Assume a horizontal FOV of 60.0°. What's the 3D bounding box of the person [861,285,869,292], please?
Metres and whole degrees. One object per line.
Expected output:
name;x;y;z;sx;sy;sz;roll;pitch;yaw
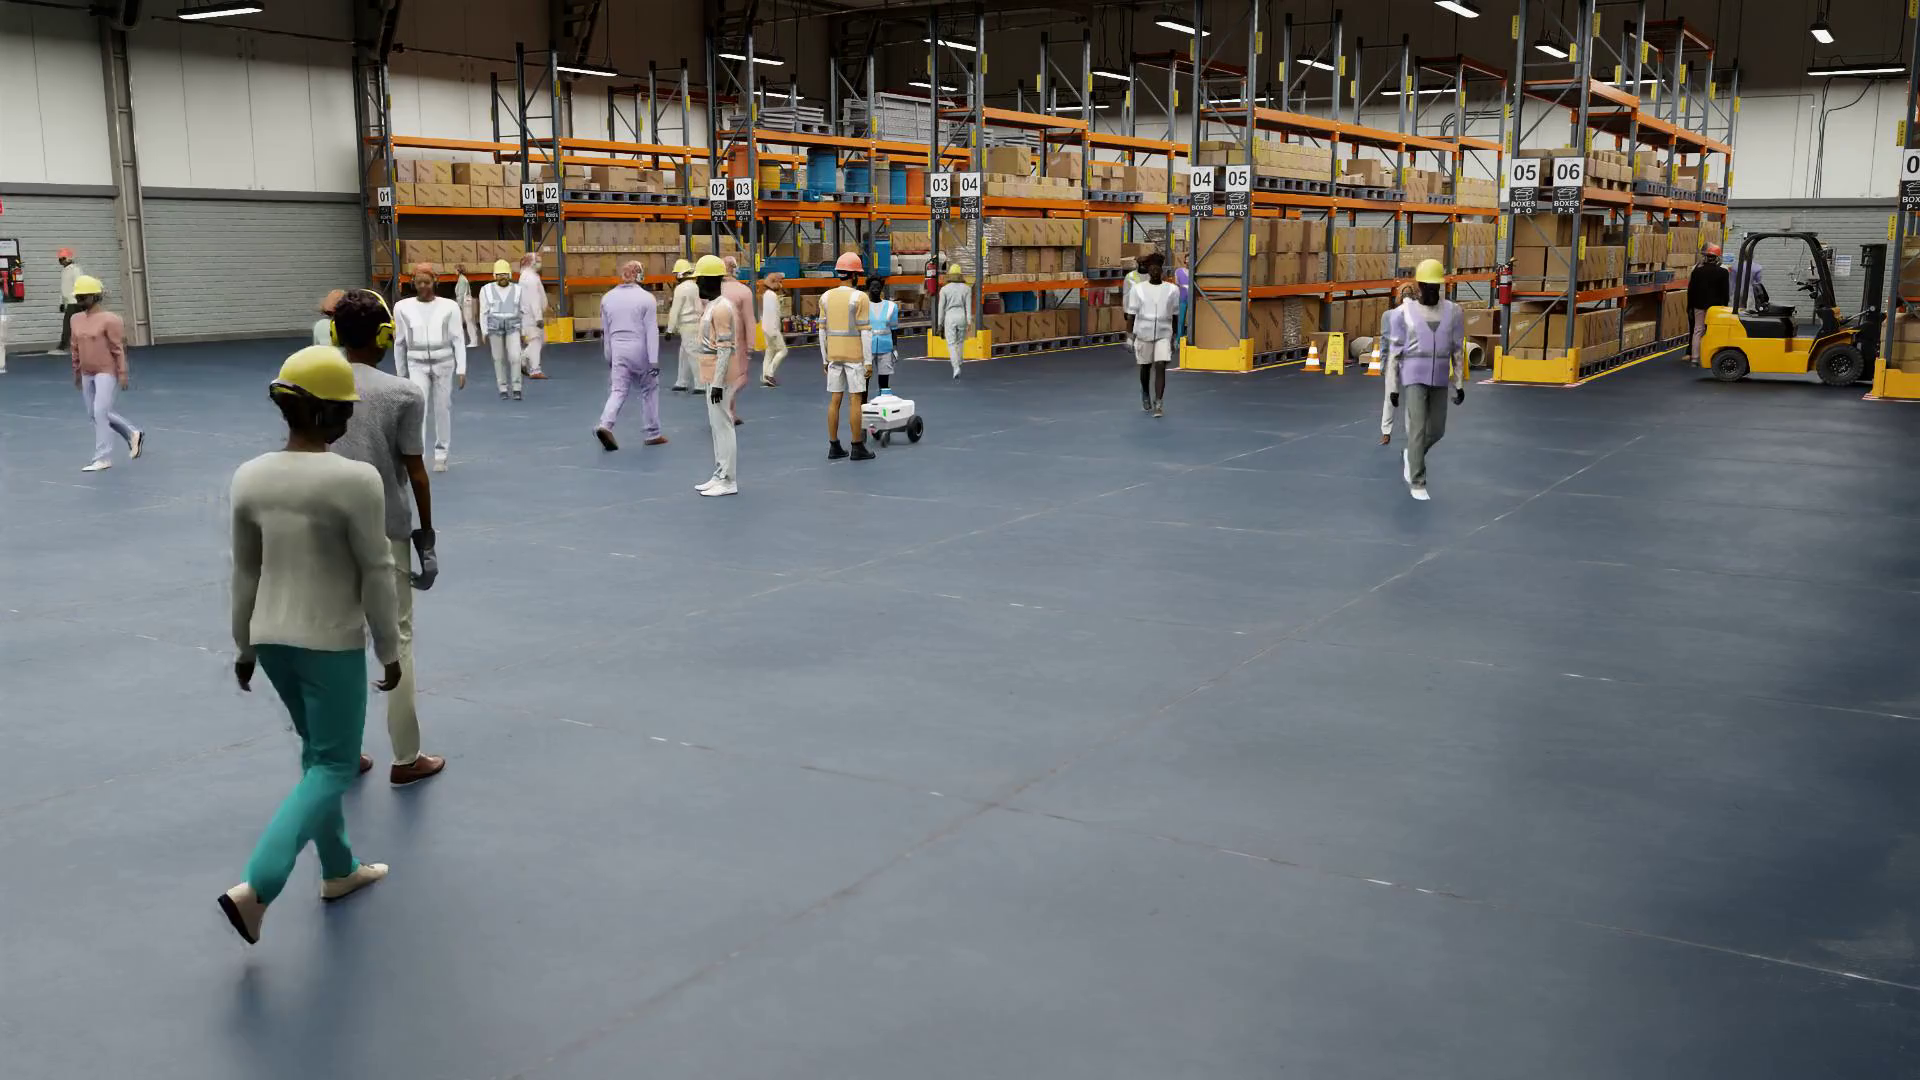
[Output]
person;-2.650;-7.320;47.102;0.650;1.894;0.530;9;14;43

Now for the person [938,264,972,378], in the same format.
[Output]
person;-0.056;-3.291;25.095;0.493;1.729;0.788;-3;10;-14

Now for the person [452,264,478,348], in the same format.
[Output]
person;-9.690;-4.519;32.178;0.686;1.612;0.522;-4;11;-22

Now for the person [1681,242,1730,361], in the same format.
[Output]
person;12.702;-4.052;28.388;0.538;2.000;0.683;-9;13;-40

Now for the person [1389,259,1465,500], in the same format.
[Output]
person;3.710;-1.298;13.355;0.597;1.905;0.732;-1;10;-8

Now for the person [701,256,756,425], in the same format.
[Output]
person;-2.556;-2.158;18.214;0.652;1.885;0.728;5;11;24

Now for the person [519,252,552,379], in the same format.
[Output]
person;-6.364;-3.337;24.799;0.457;1.892;0.658;-4;11;-19

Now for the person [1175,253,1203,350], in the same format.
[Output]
person;4.328;-4.509;31.485;0.563;1.847;0.389;1;10;5

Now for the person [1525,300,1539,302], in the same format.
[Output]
person;11.198;-4.702;32.085;0.606;2.028;0.501;8;13;39

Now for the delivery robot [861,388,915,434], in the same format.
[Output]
delivery robot;-0.743;-1.288;16.804;0.477;0.478;0.707;5;11;24

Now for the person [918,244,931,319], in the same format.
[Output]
person;-0.822;-6.948;44.744;0.621;1.984;1.023;6;12;30

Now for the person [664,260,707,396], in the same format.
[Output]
person;-3.695;-2.806;22.080;0.795;1.795;0.609;3;11;15

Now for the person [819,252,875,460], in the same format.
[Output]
person;-1.044;-1.715;15.588;0.551;1.935;0.375;6;12;30

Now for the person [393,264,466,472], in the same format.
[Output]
person;-4.590;-1.456;14.416;0.599;1.831;0.974;-3;10;-15

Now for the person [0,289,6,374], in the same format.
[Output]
person;-14.997;-3.369;25.705;0.542;1.621;0.399;5;11;24

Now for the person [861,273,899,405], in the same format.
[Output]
person;-0.933;-2.083;18.319;0.533;1.697;0.322;-2;10;-13

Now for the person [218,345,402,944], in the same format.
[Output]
person;-1.931;0.308;4.833;0.545;1.732;0.738;4;11;20

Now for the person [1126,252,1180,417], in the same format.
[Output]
person;2.284;-2.442;19.704;0.615;1.928;0.975;1;10;4

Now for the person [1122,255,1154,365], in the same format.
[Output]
person;3.030;-3.802;27.616;0.662;1.812;0.828;0;10;3

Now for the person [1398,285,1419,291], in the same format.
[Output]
person;10.721;-6.039;39.952;0.652;1.892;0.424;7;12;35

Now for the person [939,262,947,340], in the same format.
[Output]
person;-0.204;-4.514;31.962;0.558;1.671;0.656;5;11;24

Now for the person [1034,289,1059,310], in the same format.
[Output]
person;1.872;-5.414;36.445;0.643;1.899;0.999;4;11;24

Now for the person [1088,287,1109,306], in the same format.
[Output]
person;3.292;-5.926;39.728;0.547;1.742;0.598;4;11;19

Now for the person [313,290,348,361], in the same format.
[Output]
person;-5.301;-1.351;14.403;0.533;1.619;0.461;6;12;32

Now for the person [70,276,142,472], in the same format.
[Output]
person;-7.720;-1.514;15.023;0.530;1.744;0.727;3;11;18

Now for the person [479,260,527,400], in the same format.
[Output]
person;-5.870;-2.692;21.418;0.596;1.802;0.734;-3;11;-17

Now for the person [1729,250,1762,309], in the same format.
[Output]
person;16.945;-5.319;35.920;0.649;1.897;1.018;5;11;27

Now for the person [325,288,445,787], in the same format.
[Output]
person;-2.197;0.002;6.196;0.509;1.861;0.312;0;10;2

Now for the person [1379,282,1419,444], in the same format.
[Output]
person;4.474;-1.774;16.766;0.497;1.633;0.284;2;10;9

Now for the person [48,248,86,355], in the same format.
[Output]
person;-16.166;-4.358;30.376;0.639;1.955;1.019;10;14;43

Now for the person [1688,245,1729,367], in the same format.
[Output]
person;12.204;-3.799;27.102;0.623;1.989;0.400;9;14;42

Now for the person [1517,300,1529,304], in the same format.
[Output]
person;12.248;-5.238;35.618;0.569;1.838;0.684;2;10;11

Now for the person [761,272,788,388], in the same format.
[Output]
person;-2.611;-2.929;23.264;0.381;1.611;0.530;-3;11;-18

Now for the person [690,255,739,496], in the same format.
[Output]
person;-1.968;-1.316;13.379;0.368;1.927;0.587;-3;10;-15

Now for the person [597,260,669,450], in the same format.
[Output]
person;-3.273;-1.824;16.438;0.648;1.863;0.937;4;11;21
